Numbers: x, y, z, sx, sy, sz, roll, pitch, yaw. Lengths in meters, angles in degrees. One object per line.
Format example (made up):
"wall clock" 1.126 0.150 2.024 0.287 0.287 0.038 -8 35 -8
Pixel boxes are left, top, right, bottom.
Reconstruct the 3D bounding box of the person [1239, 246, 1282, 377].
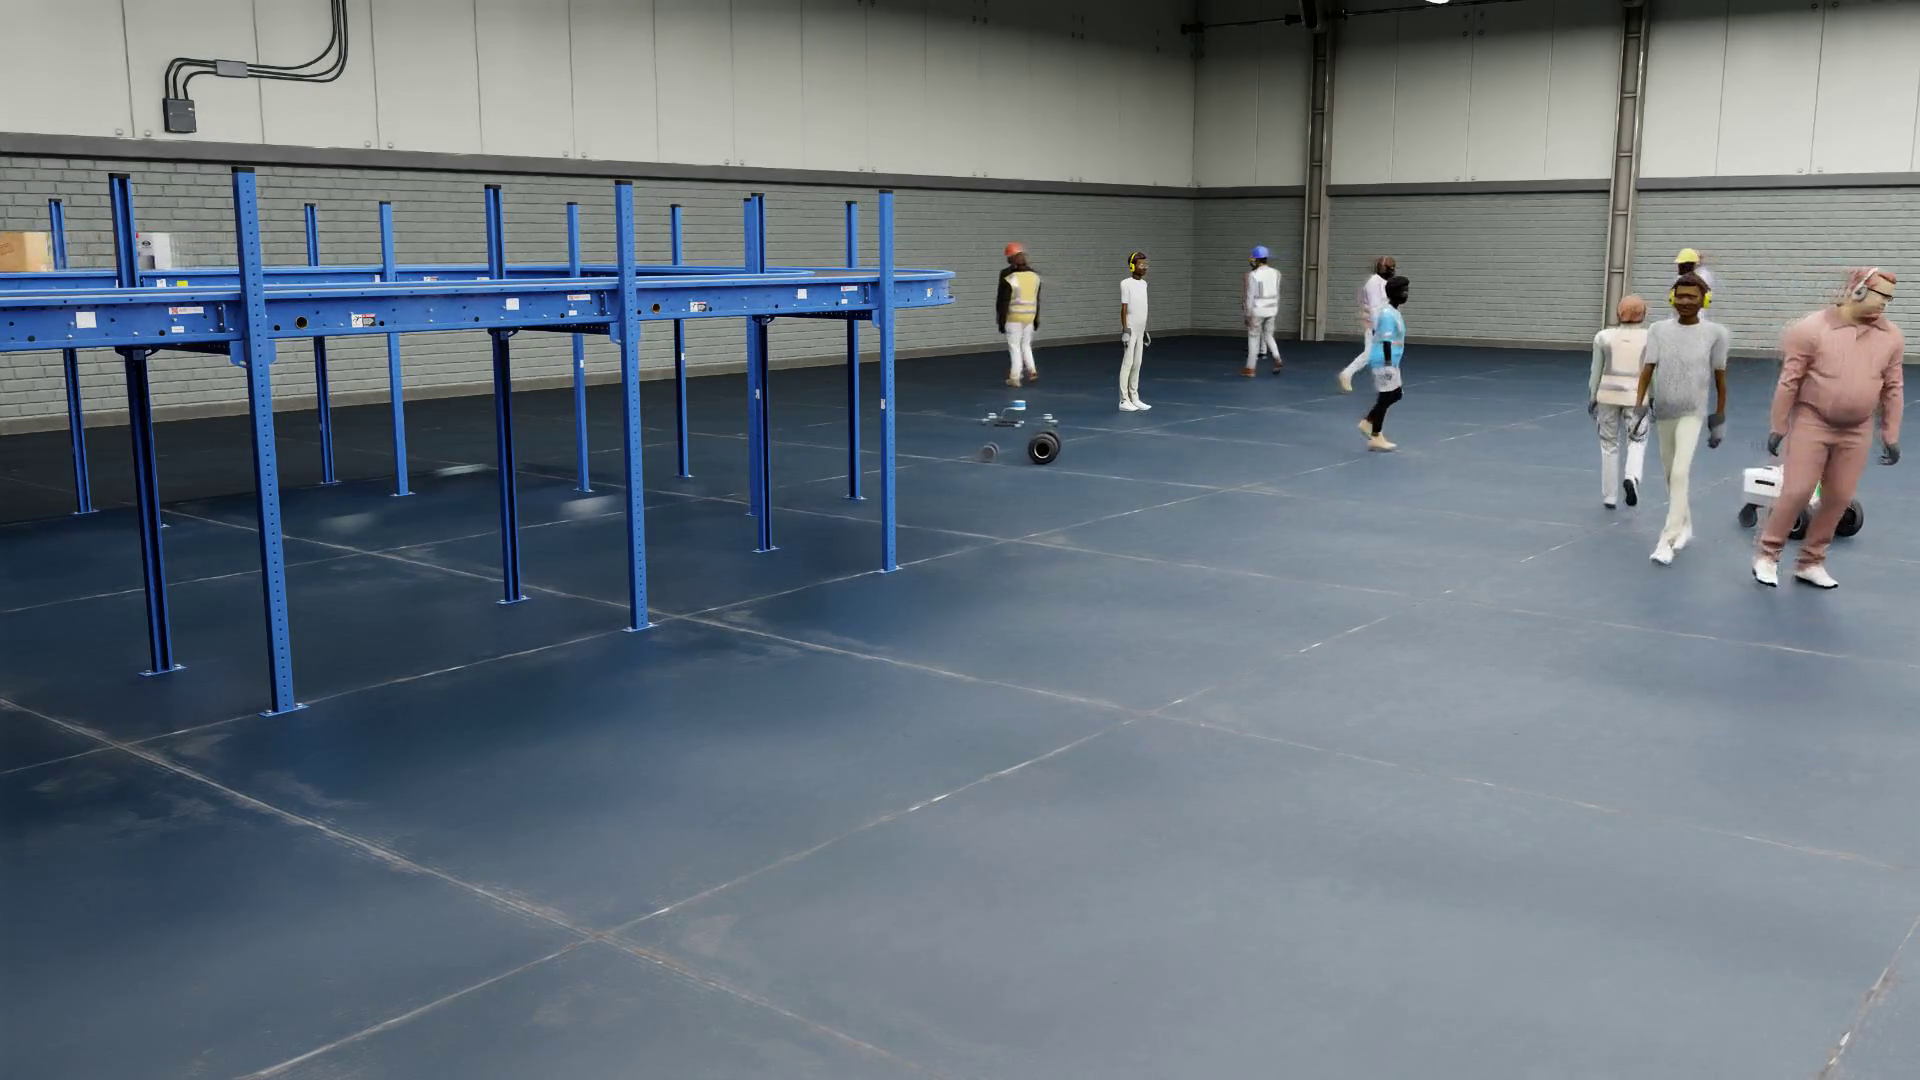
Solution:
"person" 4.475 -3.380 24.623 0.645 1.931 0.644 -6 12 -30

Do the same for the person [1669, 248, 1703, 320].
"person" 9.522 -2.856 21.768 0.618 1.914 0.600 -1 10 -7

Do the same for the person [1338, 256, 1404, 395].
"person" 5.404 -2.798 21.740 0.792 1.813 0.618 9 13 40

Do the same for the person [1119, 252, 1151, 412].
"person" 2.099 -2.482 19.823 0.328 1.873 0.519 8 13 37

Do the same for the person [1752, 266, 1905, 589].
"person" 5.067 -0.640 9.628 0.694 1.868 0.451 1 10 4

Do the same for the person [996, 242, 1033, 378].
"person" 0.787 -3.400 24.612 0.646 1.970 0.616 -8 13 -37

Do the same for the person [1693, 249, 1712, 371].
"person" 10.938 -3.364 24.698 0.754 1.882 0.646 1 10 6

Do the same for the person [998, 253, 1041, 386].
"person" 0.815 -3.053 23.084 0.656 1.831 0.430 -7 12 -34

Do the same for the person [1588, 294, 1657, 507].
"person" 4.968 -1.024 12.446 0.525 1.619 0.522 5 11 25

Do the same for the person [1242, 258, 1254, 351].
"person" 5.419 -4.352 30.483 0.526 1.765 0.330 -3 11 -17

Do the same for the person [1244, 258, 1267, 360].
"person" 5.055 -3.984 28.249 0.404 1.831 0.600 9 14 41

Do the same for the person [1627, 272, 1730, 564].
"person" 4.609 -0.796 10.650 0.512 1.823 0.987 9 14 42

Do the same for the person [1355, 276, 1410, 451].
"person" 4.117 -1.709 16.065 0.386 1.674 0.584 3 11 17

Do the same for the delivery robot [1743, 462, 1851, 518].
"delivery robot" 5.823 -0.361 11.572 0.477 0.478 0.707 -3 11 -19

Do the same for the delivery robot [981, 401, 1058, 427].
"delivery robot" 0.550 -1.168 15.328 0.698 0.223 0.335 1 10 7
